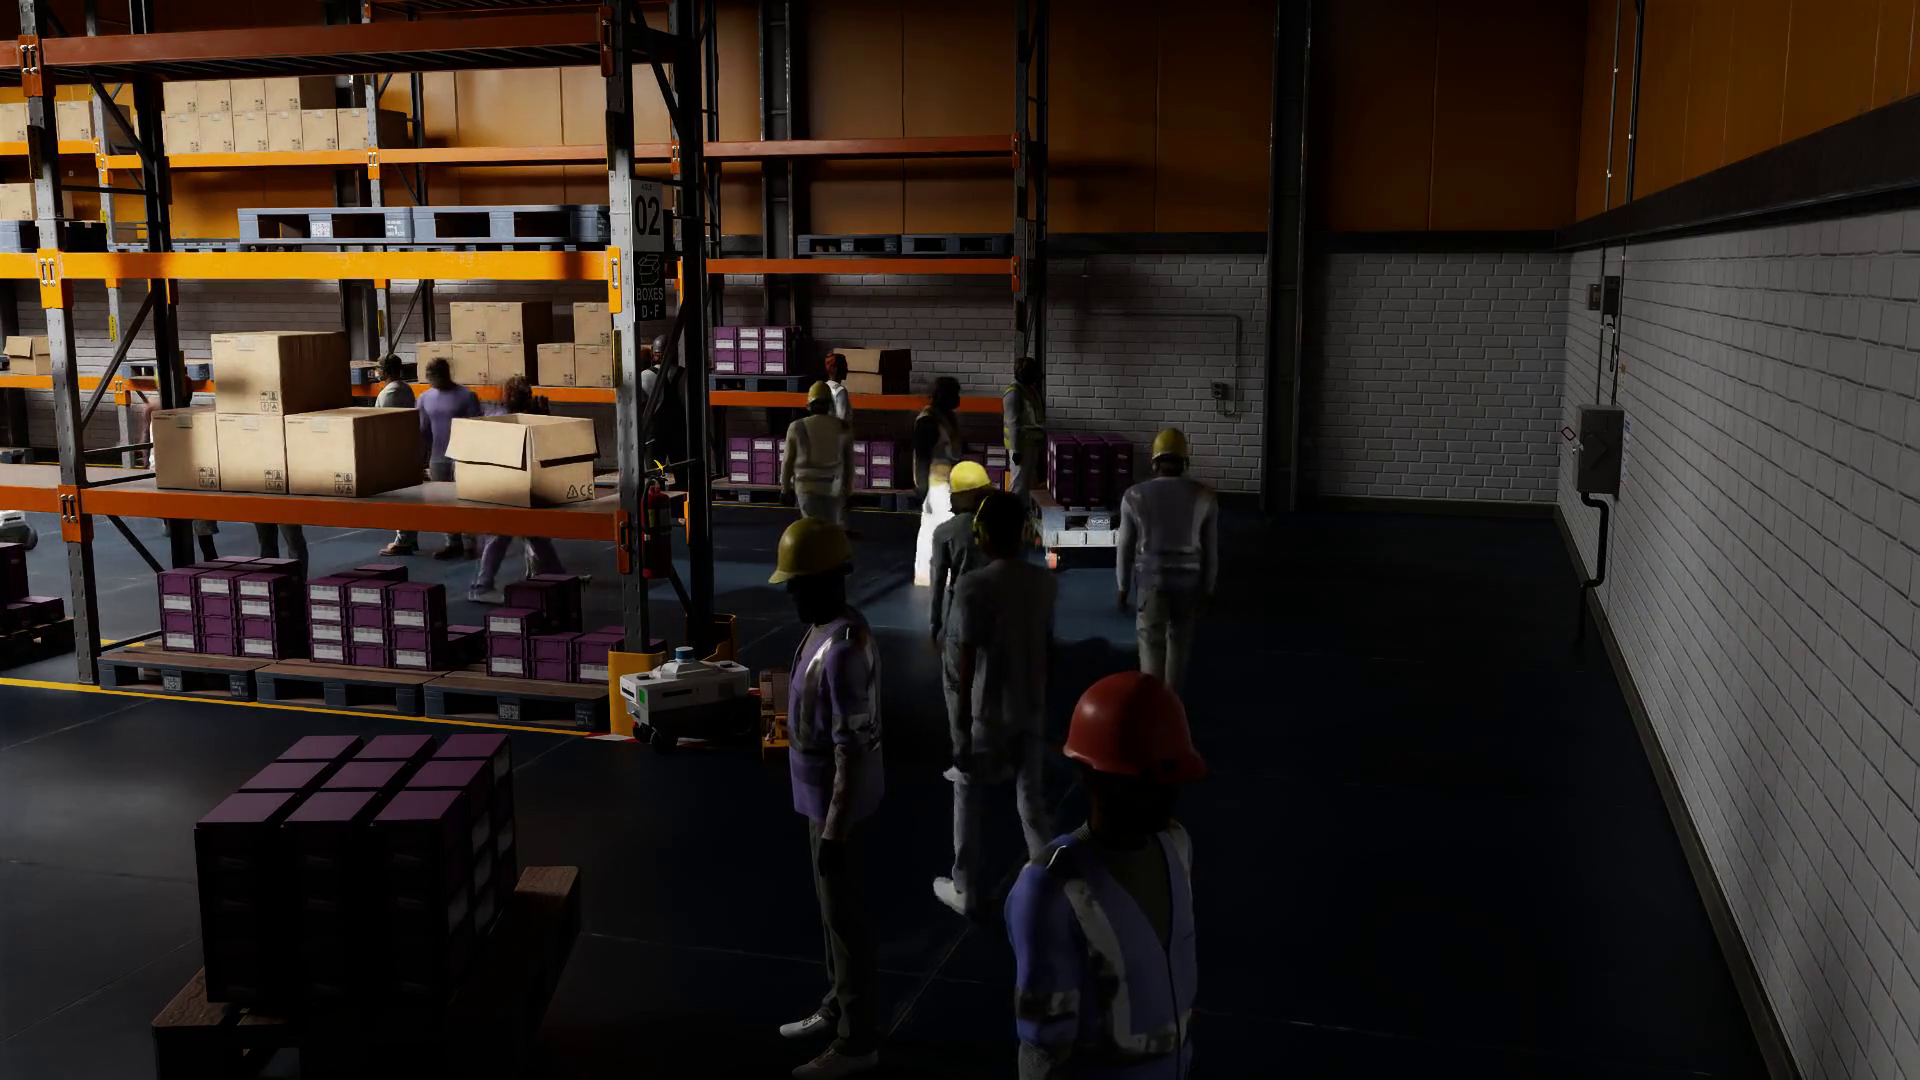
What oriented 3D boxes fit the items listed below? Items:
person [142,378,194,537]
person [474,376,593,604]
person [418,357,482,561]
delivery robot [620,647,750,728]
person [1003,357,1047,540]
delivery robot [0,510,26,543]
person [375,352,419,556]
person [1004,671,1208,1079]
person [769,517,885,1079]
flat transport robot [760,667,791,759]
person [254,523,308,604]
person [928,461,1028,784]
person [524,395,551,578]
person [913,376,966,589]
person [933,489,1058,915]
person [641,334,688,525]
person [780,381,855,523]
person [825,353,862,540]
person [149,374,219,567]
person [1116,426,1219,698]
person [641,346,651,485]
[{"bbox_3d":[-7.784,-0.821,16.573,0.875,1.708,0.593,5,11,30],"label":"person"},{"bbox_3d":[-3.533,-0.403,13.573,0.991,1.851,0.676,-2,10,-14],"label":"person"},{"bbox_3d":[-4.745,-0.750,15.558,0.672,1.914,0.403,2,10,12],"label":"person"},{"bbox_3d":[-1.580,0.858,9.567,0.707,0.478,0.477,-6,11,-33],"label":"delivery robot"},{"bbox_3d":[0.663,-0.935,16.871,0.429,1.842,0.633,3,10,18],"label":"person"},{"bbox_3d":[-9.345,-0.192,15.969,0.707,0.478,0.477,4,10,21],"label":"delivery robot"},{"bbox_3d":[-5.372,-0.814,15.838,0.373,1.940,0.628,0,9,-2],"label":"person"},{"bbox_3d":[0.339,1.216,3.467,0.359,1.936,0.552,7,12,38],"label":"person"},{"bbox_3d":[-0.446,0.870,5.634,0.375,1.919,0.584,-2,9,-11],"label":"person"},{"bbox_3d":[-0.852,0.999,9.857,0.652,0.197,1.431,-1,9,-7],"label":"flat transport robot"},{"bbox_3d":[-5.500,-0.410,13.372,0.627,1.940,0.375,2,10,12],"label":"person"},{"bbox_3d":[0.112,0.443,8.857,0.554,1.726,0.377,0,9,0],"label":"person"},{"bbox_3d":[-3.679,-0.448,14.514,0.308,1.639,0.524,-4,10,-21],"label":"person"},{"bbox_3d":[-0.076,-0.478,14.158,0.762,1.813,0.625,3,10,16],"label":"person"},{"bbox_3d":[0.134,0.704,6.879,0.565,1.836,0.818,-5,11,-29],"label":"person"},{"bbox_3d":[-3.134,-1.160,17.636,0.689,2.000,0.538,-5,11,-28],"label":"person"},{"bbox_3d":[-1.203,-0.452,14.099,0.598,1.786,0.931,-3,10,-19],"label":"person"},{"bbox_3d":[-1.239,-0.937,16.760,0.355,1.882,0.574,-6,11,-33],"label":"person"},{"bbox_3d":[-6.065,-0.355,13.044,0.552,1.935,0.360,-1,9,-3],"label":"person"},{"bbox_3d":[1.229,0.234,9.854,0.599,1.810,0.779,0,9,2],"label":"person"},{"bbox_3d":[-3.499,-1.190,18.295,0.340,1.882,0.584,4,10,21],"label":"person"}]
